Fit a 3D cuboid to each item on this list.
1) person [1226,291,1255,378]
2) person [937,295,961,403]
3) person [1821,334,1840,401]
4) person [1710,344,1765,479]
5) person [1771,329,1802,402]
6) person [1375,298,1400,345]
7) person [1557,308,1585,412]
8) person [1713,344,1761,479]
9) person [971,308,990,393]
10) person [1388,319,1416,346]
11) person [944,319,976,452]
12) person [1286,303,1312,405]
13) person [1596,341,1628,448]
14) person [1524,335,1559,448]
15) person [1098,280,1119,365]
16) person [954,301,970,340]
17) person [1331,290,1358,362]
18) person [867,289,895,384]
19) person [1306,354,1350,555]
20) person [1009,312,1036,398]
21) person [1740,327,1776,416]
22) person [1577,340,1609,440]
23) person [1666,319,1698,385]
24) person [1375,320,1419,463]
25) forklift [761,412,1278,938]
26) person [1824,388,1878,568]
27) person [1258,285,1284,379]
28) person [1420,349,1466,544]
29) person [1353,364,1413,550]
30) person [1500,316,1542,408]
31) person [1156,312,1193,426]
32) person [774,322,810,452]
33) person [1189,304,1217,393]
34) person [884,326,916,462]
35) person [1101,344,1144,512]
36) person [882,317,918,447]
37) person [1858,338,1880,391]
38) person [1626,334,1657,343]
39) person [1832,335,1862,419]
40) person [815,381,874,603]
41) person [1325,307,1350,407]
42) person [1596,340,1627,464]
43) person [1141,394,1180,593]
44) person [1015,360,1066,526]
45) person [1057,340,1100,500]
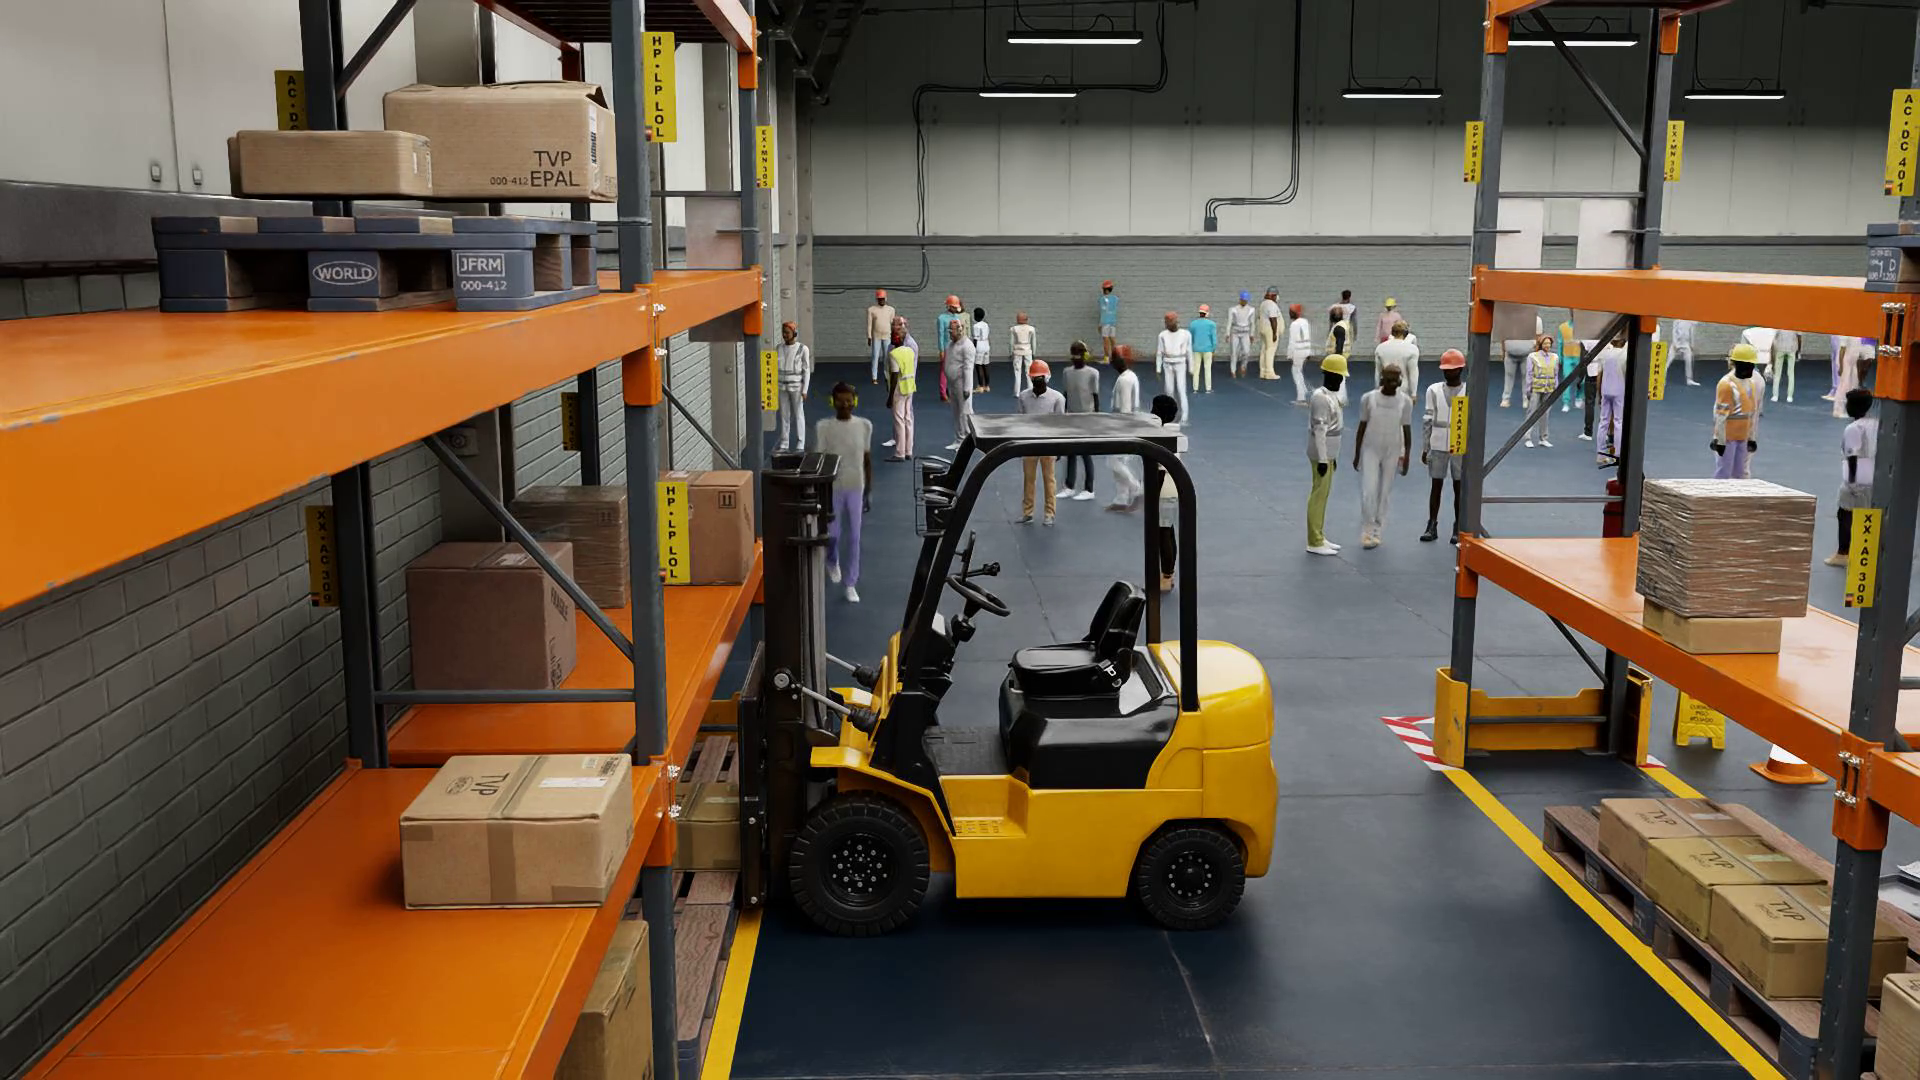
[{"bbox_3d":[6.134,-4.498,36.441,0.646,1.914,0.610,0,10,0],"label":"person"},{"bbox_3d":[-0.172,-3.566,31.068,0.386,1.989,0.608,9,13,40],"label":"person"},{"bbox_3d":[16.514,-3.532,31.278,0.342,1.846,0.508,2,10,11],"label":"person"},{"bbox_3d":[8.253,-1.138,17.773,0.651,1.906,0.409,-6,12,-30],"label":"person"},{"bbox_3d":[15.492,-3.520,31.185,0.507,1.863,0.327,5,11,25],"label":"person"},{"bbox_3d":[9.640,-4.573,37.368,0.808,1.737,0.531,-9,14,-41],"label":"person"},{"bbox_3d":[10.866,-3.221,29.400,0.617,1.900,0.625,5,11,26],"label":"person"},{"bbox_3d":[8.182,-1.098,17.516,0.589,1.923,0.391,-7,12,-35],"label":"person"},{"bbox_3d":[0.404,-3.751,32.946,0.321,1.690,0.533,5,11,27],"label":"person"},{"bbox_3d":[7.724,-3.044,29.134,0.518,1.639,0.312,6,12,30],"label":"person"},{"bbox_3d":[-0.027,-2.204,23.757,0.398,1.898,0.644,-5,11,-25],"label":"person"},{"bbox_3d":[6.205,-3.395,30.448,0.443,1.864,0.622,7,12,35],"label":"person"},{"bbox_3d":[9.522,-2.295,24.162,0.551,1.929,0.389,-7,12,-34],"label":"person"},{"bbox_3d":[8.474,-2.165,24.233,0.514,1.642,0.310,-2,10,-11],"label":"person"},{"bbox_3d":[3.594,-5.302,40.587,0.378,2.045,0.605,10,14,44],"label":"person"},{"bbox_3d":[-0.015,-4.681,38.297,0.507,1.626,0.289,-1,10,-7],"label":"person"},{"bbox_3d":[8.694,-4.700,37.634,0.624,1.901,0.462,8,13,37],"label":"person"},{"bbox_3d":[-1.648,-4.265,34.947,0.624,1.992,0.386,-3,11,-17],"label":"person"},{"bbox_3d":[3.529,-0.824,15.995,0.381,1.918,0.584,4,11,20],"label":"person"},{"bbox_3d":[1.198,-3.549,31.957,0.516,1.636,0.314,-1,10,-5],"label":"person"},{"bbox_3d":[13.729,-3.040,28.718,0.601,1.788,1.019,0,10,-1],"label":"person"},{"bbox_3d":[9.636,-2.464,25.130,0.590,1.918,0.389,0,10,2],"label":"person"},{"bbox_3d":[15.088,-4.083,34.799,0.722,1.695,0.490,-2,10,-10],"label":"person"},{"bbox_3d":[5.921,-2.016,22.600,0.628,1.933,0.368,9,13,41],"label":"person"},{"bbox_3d":[0.291,0.548,7.580,2.313,2.155,1.214,0,10,-2],"label":"forklift"},{"bbox_3d":[8.285,-0.544,15.116,0.544,1.662,0.609,-6,12,-30],"label":"person"},{"bbox_3d":[6.828,-4.549,36.404,0.535,2.000,0.684,-2,10,-11],"label":"person"},{"bbox_3d":[4.854,-0.923,16.492,0.550,1.935,0.375,6,12,28],"label":"person"},{"bbox_3d":[4.101,-0.790,16.112,0.532,1.804,0.885,1,10,7],"label":"person"},{"bbox_3d":[10.081,-3.390,29.947,0.673,2.000,0.535,5,11,27],"label":"person"},{"bbox_3d":[3.534,-2.806,27.244,0.618,1.852,0.647,5,12,28],"label":"person"},{"bbox_3d":[-2.367,-2.097,23.182,0.574,1.883,0.355,5,11,25],"label":"person"},{"bbox_3d":[4.813,-3.785,32.940,0.563,1.753,0.327,4,11,22],"label":"person"},{"bbox_3d":[-0.806,-1.981,22.629,0.389,1.850,0.567,5,11,24],"label":"person"},{"bbox_3d":[1.818,-1.216,18.299,0.448,1.869,0.591,2,10,13],"label":"person"},{"bbox_3d":[-0.885,-2.283,24.156,0.407,1.908,0.641,-7,12,-34],"label":"person"},{"bbox_3d":[18.126,-3.913,33.113,0.639,1.942,0.536,-6,12,-31],"label":"person"},{"bbox_3d":[10.429,-2.593,25.734,0.380,1.958,0.602,-10,14,-44],"label":"person"},{"bbox_3d":[15.006,-2.949,28.071,0.562,1.831,0.382,-7,12,-34],"label":"person"},{"bbox_3d":[-0.992,-0.438,14.052,0.526,1.847,0.785,-2,10,-11],"label":"person"},{"bbox_3d":[6.813,-3.256,29.873,0.532,1.835,0.654,2,10,13],"label":"person"},{"bbox_3d":[8.766,-1.911,22.260,0.345,1.844,0.504,-8,13,-39],"label":"person"},{"bbox_3d":[1.731,-0.395,14.221,0.318,1.697,0.535,3,11,16],"label":"person"},{"bbox_3d":[0.830,-1.025,17.566,0.562,1.753,0.327,5,11,26],"label":"person"},{"bbox_3d":[1.388,-1.393,19.312,0.562,1.865,0.327,9,13,40],"label":"person"}]
